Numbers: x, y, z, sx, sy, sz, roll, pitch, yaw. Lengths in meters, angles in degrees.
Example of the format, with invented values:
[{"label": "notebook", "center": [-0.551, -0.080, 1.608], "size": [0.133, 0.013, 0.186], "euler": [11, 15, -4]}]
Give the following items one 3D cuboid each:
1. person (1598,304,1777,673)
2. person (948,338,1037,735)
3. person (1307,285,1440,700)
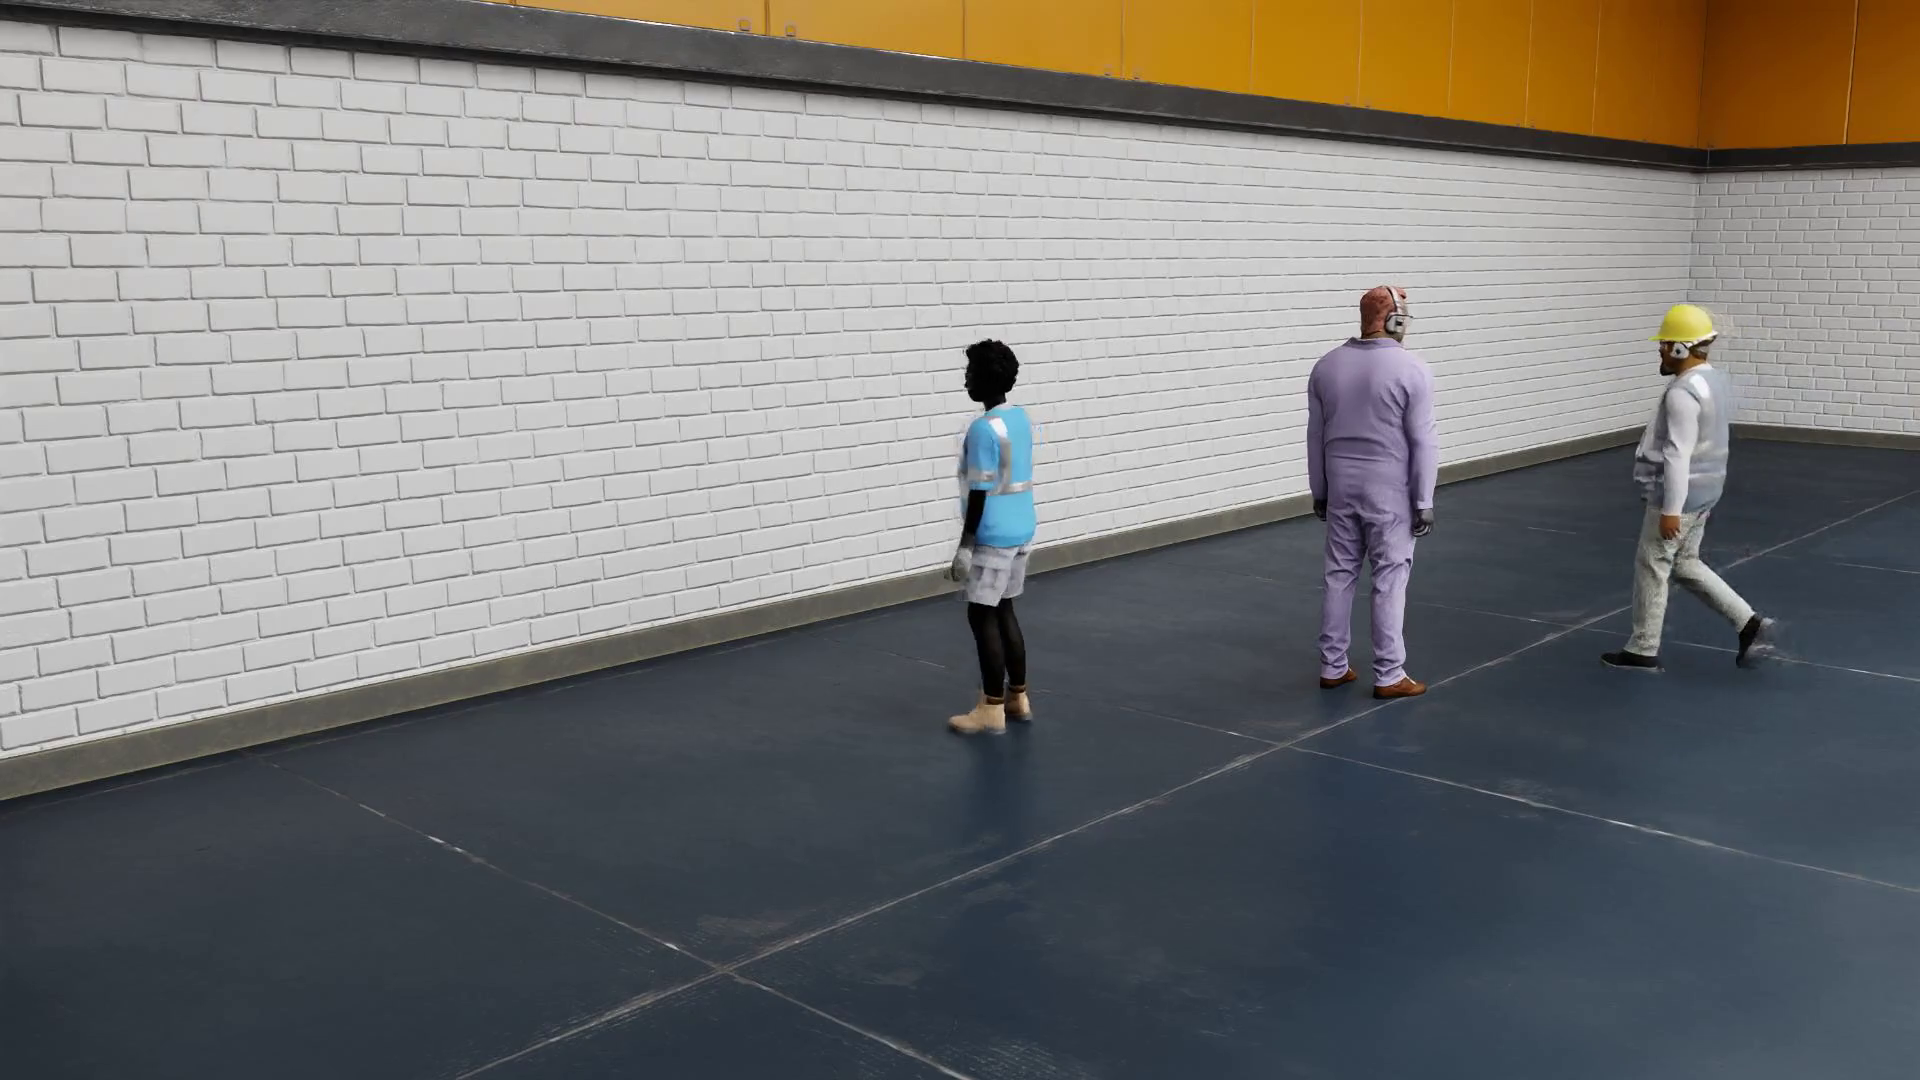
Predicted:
[{"label": "person", "center": [3.539, -0.221, 8.010], "size": [0.698, 1.813, 0.599], "euler": [8, 13, 38]}, {"label": "person", "center": [0.155, -0.007, 7.137], "size": [0.317, 1.695, 0.564], "euler": [4, 11, 23]}, {"label": "person", "center": [1.930, -0.222, 7.733], "size": [0.401, 1.904, 0.650], "euler": [-10, 14, -43]}]
